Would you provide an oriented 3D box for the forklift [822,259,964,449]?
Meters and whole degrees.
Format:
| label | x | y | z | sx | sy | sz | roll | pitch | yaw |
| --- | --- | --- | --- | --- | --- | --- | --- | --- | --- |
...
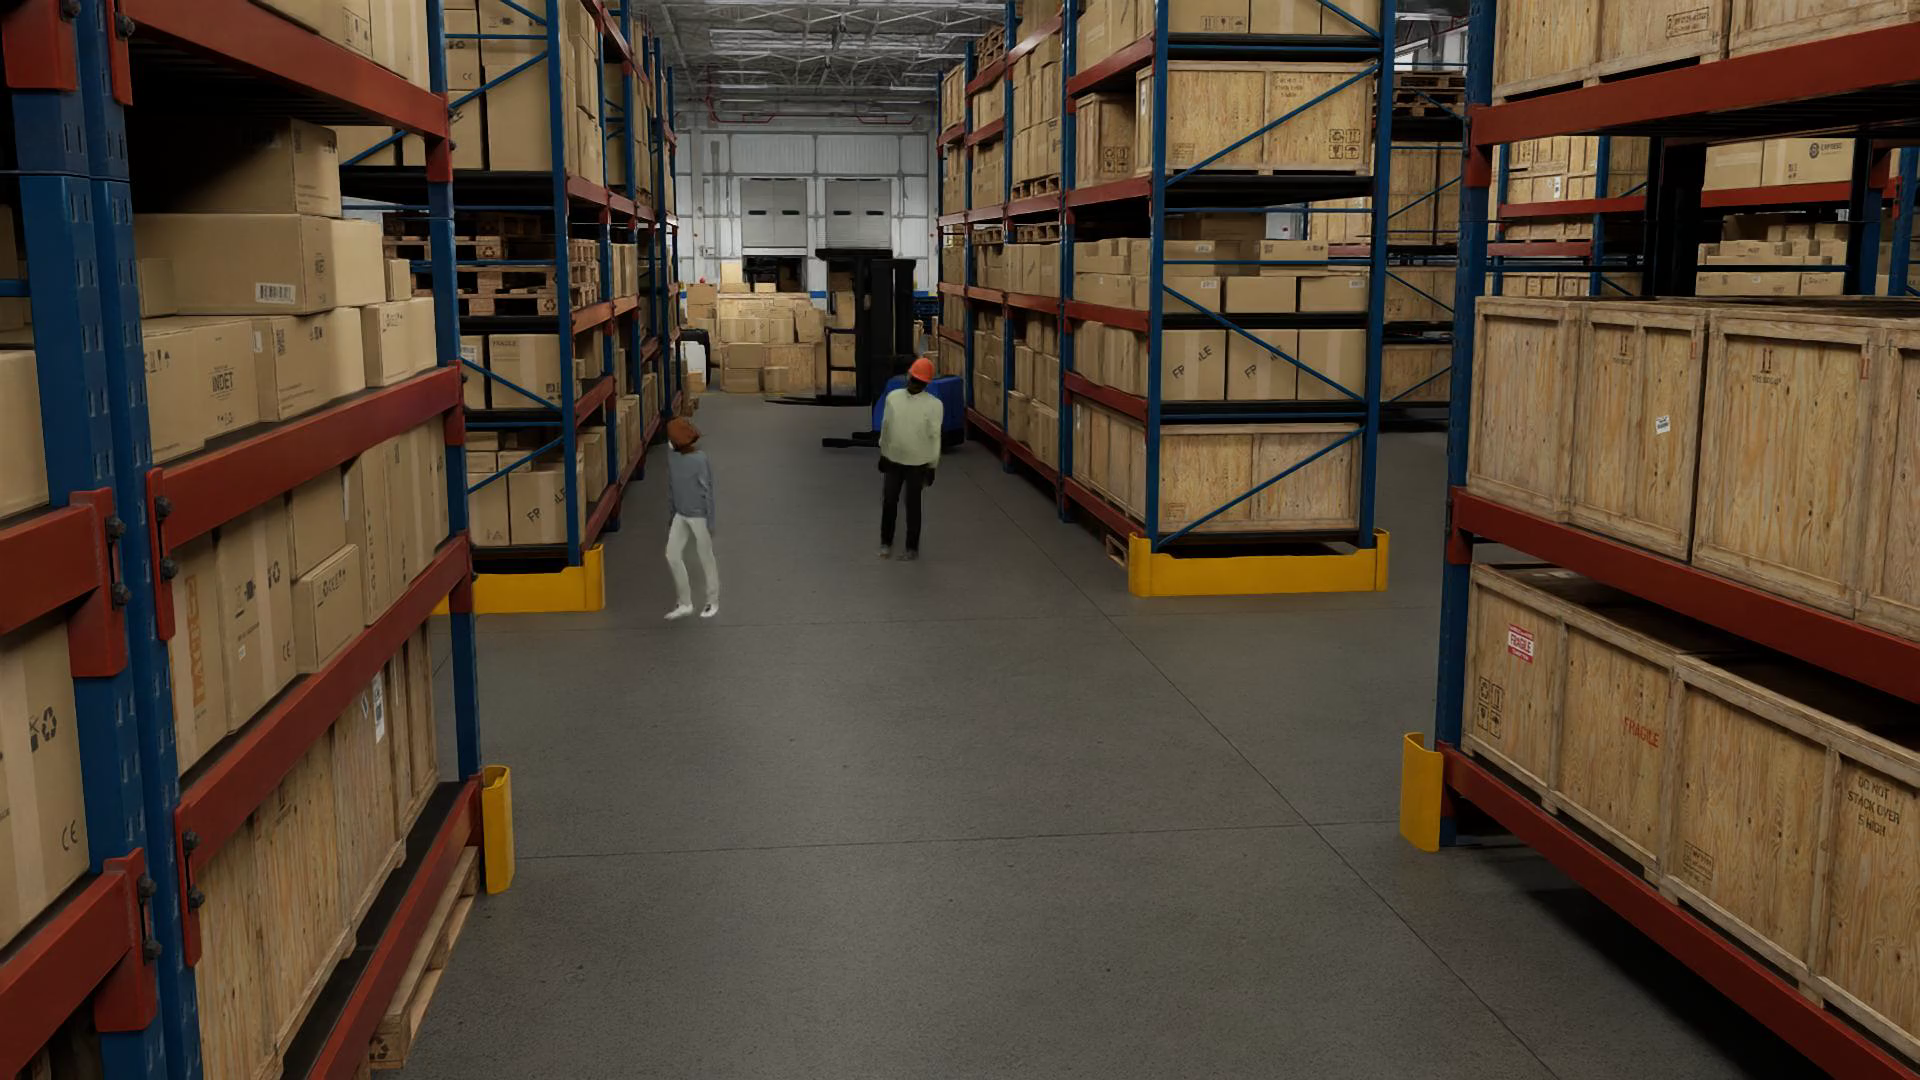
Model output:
| label | x | y | z | sx | sy | sz | roll | pitch | yaw |
| --- | --- | --- | --- | --- | --- | --- | --- | --- | --- |
| forklift | -0.972 | -2.768 | 24.679 | 1.873 | 2.768 | 1.129 | 4 | 11 | 22 |

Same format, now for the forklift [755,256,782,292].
| label | x | y | z | sx | sy | sz | roll | pitch | yaw |
| --- | --- | --- | --- | --- | --- | --- | --- | --- | --- |
| forklift | -6.827 | -8.743 | 59.466 | 1.129 | 2.768 | 1.873 | 4 | 10 | 21 |

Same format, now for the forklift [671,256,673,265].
| label | x | y | z | sx | sy | sz | roll | pitch | yaw |
| --- | --- | --- | --- | --- | --- | --- | --- | --- | --- |
| forklift | -10.987 | -9.066 | 61.344 | 1.129 | 2.768 | 1.873 | -1 | 10 | -7 |

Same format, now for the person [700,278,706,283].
| label | x | y | z | sx | sy | sz | roll | pitch | yaw |
| --- | --- | --- | --- | --- | --- | --- | --- | --- | --- |
| person | -10.665 | -9.893 | 68.936 | 0.544 | 1.928 | 0.376 | -9 | 13 | -41 |

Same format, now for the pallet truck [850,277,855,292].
| label | x | y | z | sx | sy | sz | roll | pitch | yaw |
| --- | --- | --- | --- | --- | --- | --- | --- | --- | --- |
| pallet truck | -3.782 | -9.391 | 65.808 | 1.885 | 1.965 | 0.823 | 2 | 10 | 10 |

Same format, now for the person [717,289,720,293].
| label | x | y | z | sx | sy | sz | roll | pitch | yaw |
| --- | --- | --- | --- | --- | --- | --- | --- | --- | --- |
| person | -8.866 | -8.431 | 61.316 | 0.542 | 1.606 | 0.757 | -9 | 13 | -41 |

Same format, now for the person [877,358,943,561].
| label | x | y | z | sx | sy | sz | roll | pitch | yaw |
| --- | --- | --- | --- | --- | --- | --- | --- | --- | --- |
| person | -0.482 | -0.747 | 15.671 | 0.692 | 1.940 | 0.463 | 3 | 10 | 18 |

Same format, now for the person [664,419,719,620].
| label | x | y | z | sx | sy | sz | roll | pitch | yaw |
| --- | --- | --- | --- | --- | --- | --- | --- | --- | --- |
| person | -2.151 | -0.158 | 13.181 | 0.607 | 1.595 | 0.590 | 8 | 12 | 38 |
